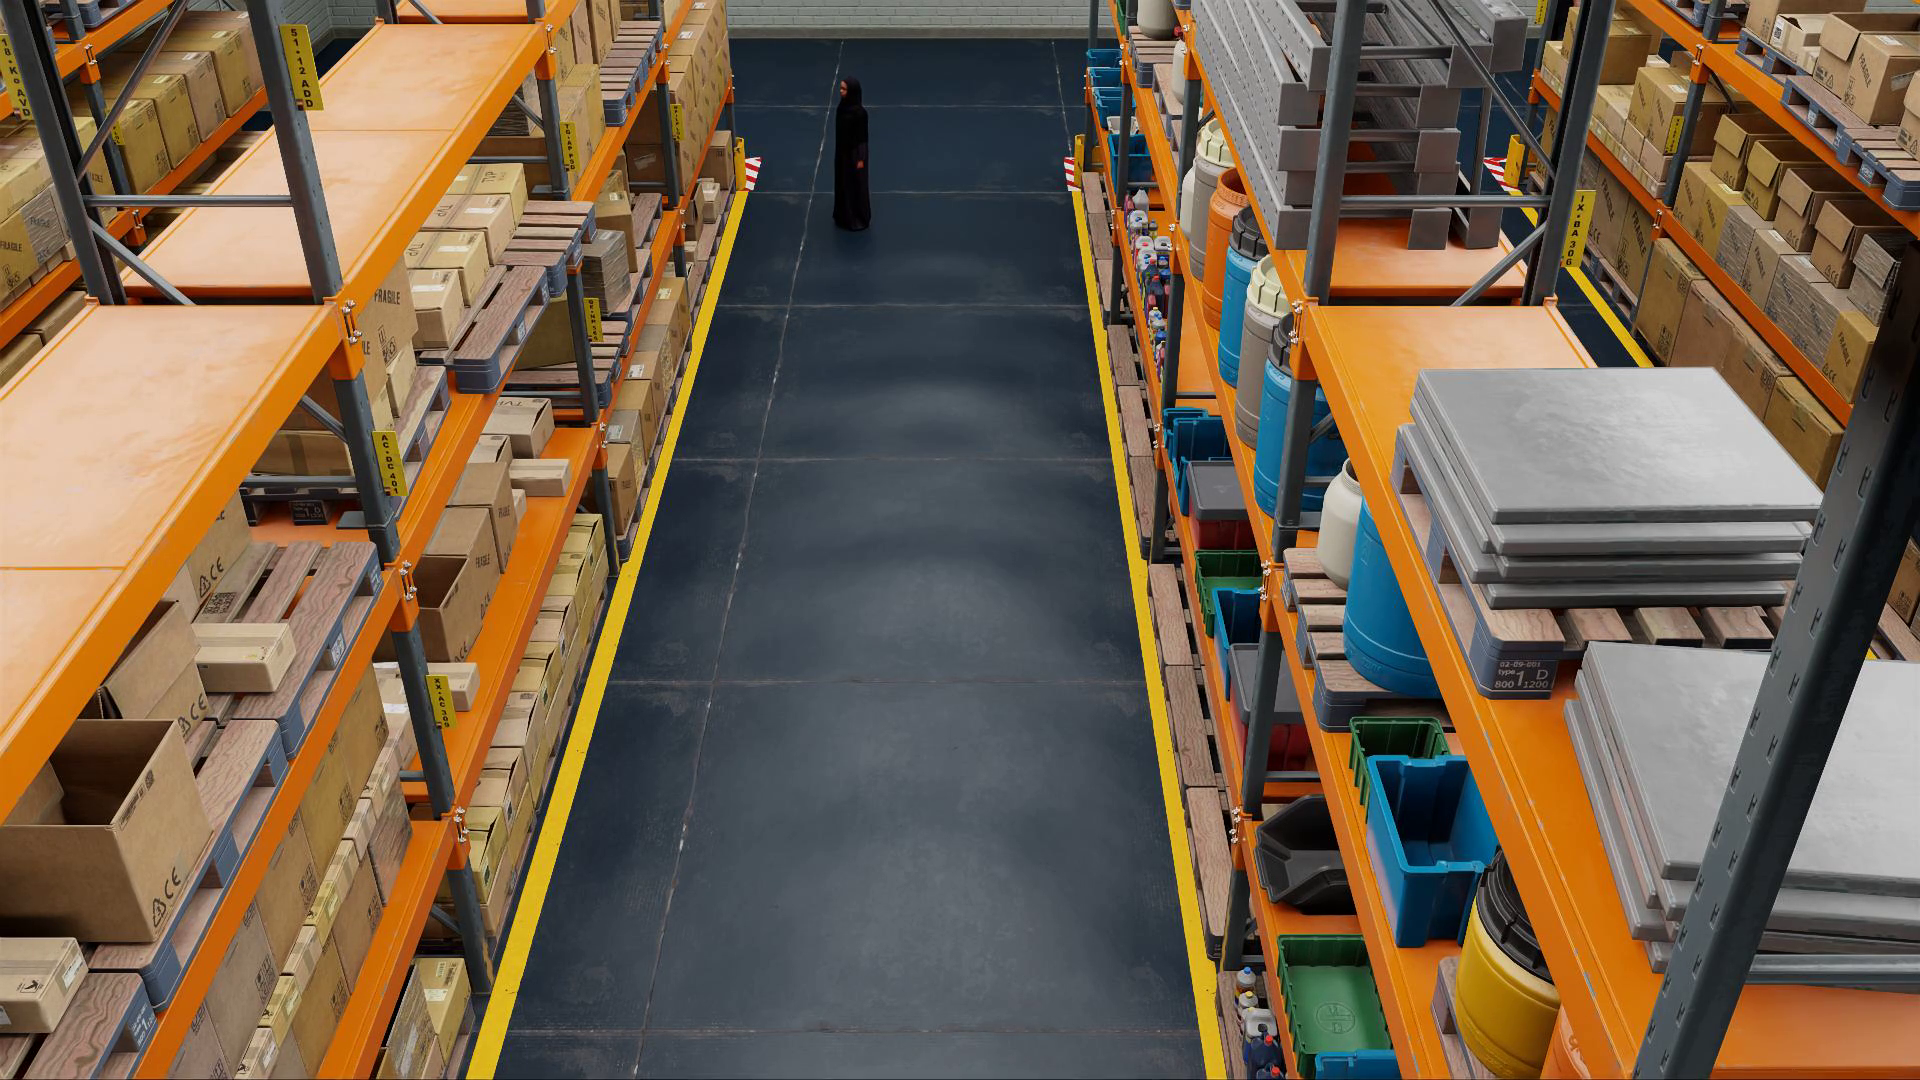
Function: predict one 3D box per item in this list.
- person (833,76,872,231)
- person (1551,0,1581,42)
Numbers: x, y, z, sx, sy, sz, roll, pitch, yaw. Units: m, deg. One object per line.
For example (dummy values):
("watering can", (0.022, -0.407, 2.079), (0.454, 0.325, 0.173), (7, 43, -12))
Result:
("person", (-1.145, -4.110, 17.626), (0.778, 1.615, 0.702), (-23, 39, -31))
("person", (7.934, -7.005, 21.848), (0.815, 1.865, 0.640), (-10, 34, -15))
